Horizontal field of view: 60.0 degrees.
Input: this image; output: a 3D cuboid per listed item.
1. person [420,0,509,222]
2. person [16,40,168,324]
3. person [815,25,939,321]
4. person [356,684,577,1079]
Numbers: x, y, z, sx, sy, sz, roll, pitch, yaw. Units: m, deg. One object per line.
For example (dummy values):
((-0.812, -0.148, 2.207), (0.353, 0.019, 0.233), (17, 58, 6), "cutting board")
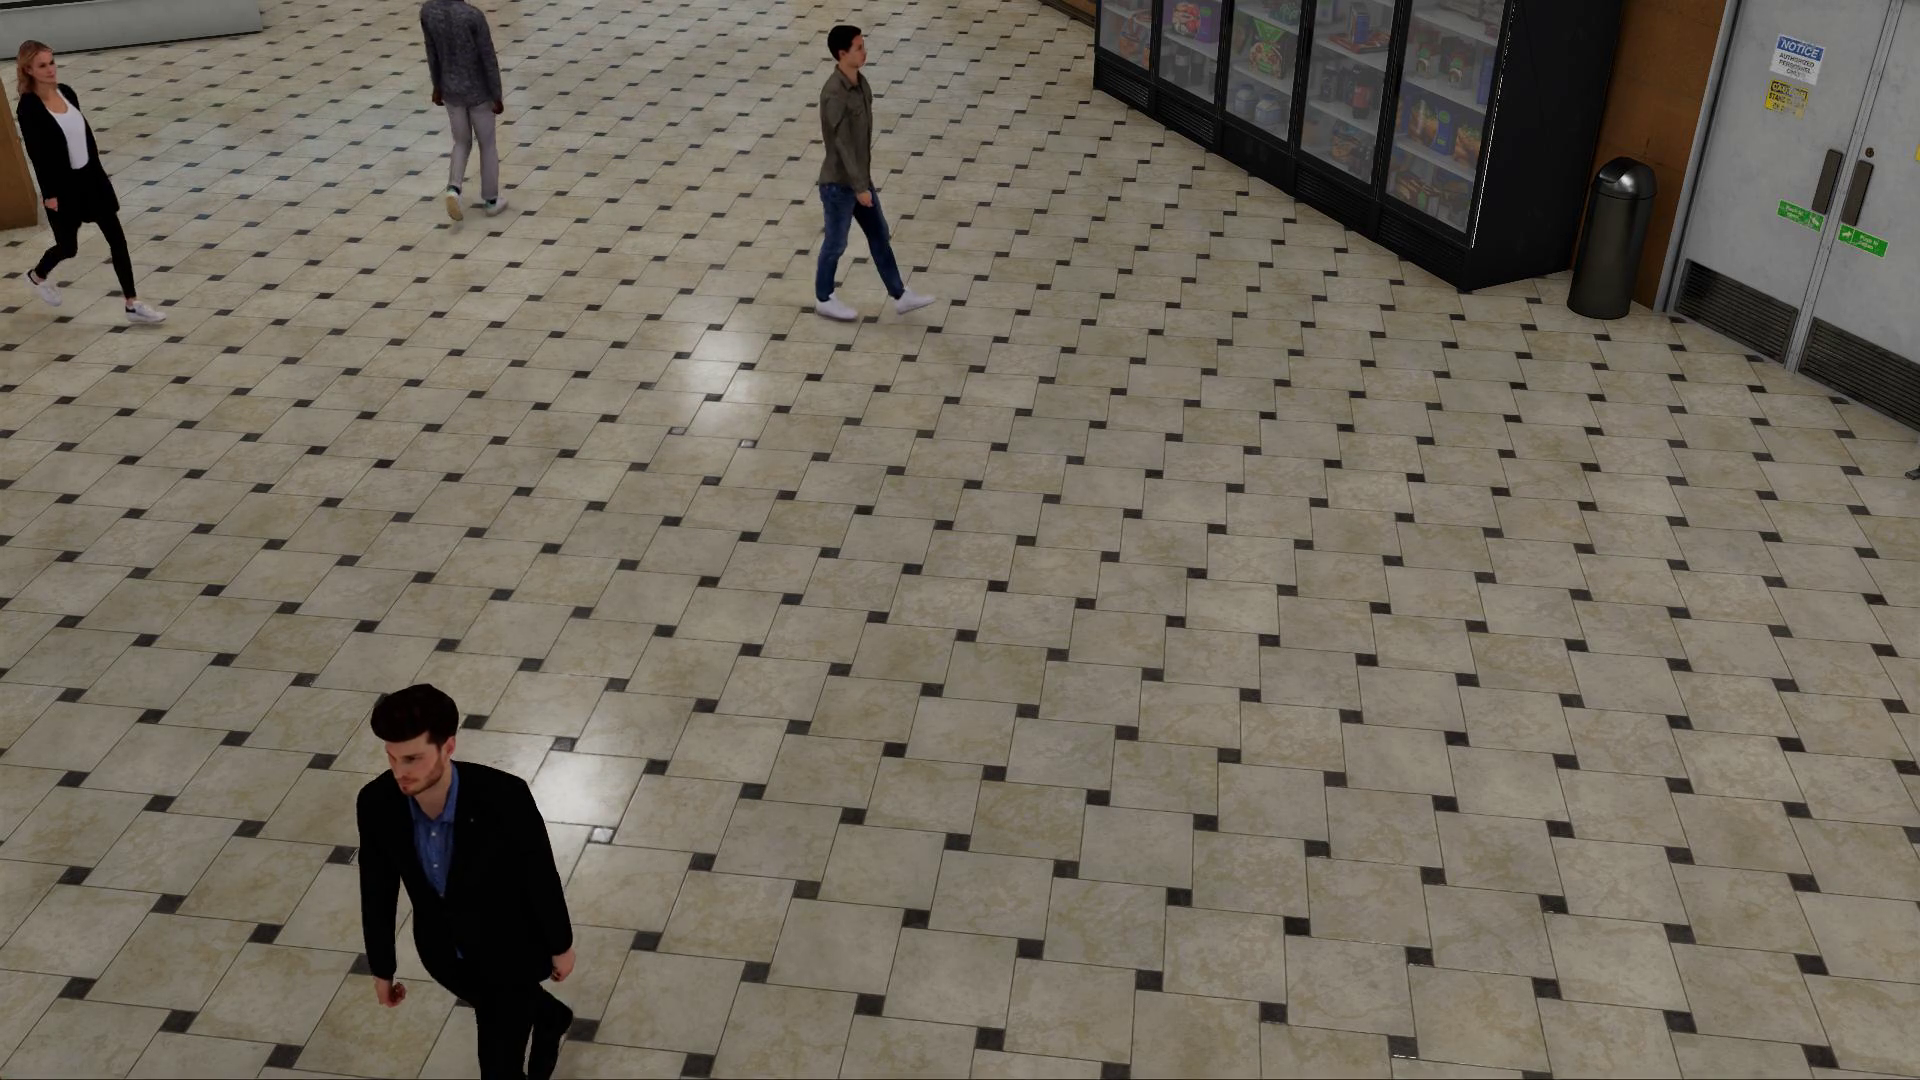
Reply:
((-3.505, -3.104, 11.658), (1.024, 1.822, 1.054), (7, 33, 11), "person")
((-5.495, -2.135, 10.148), (1.185, 1.772, 1.091), (8, 33, 13), "person")
((-0.766, -2.206, 10.201), (1.143, 1.837, 1.096), (12, 34, 19), "person")
((-1.366, 1.117, 4.850), (1.266, 1.847, 1.204), (5, 32, 9), "person")
